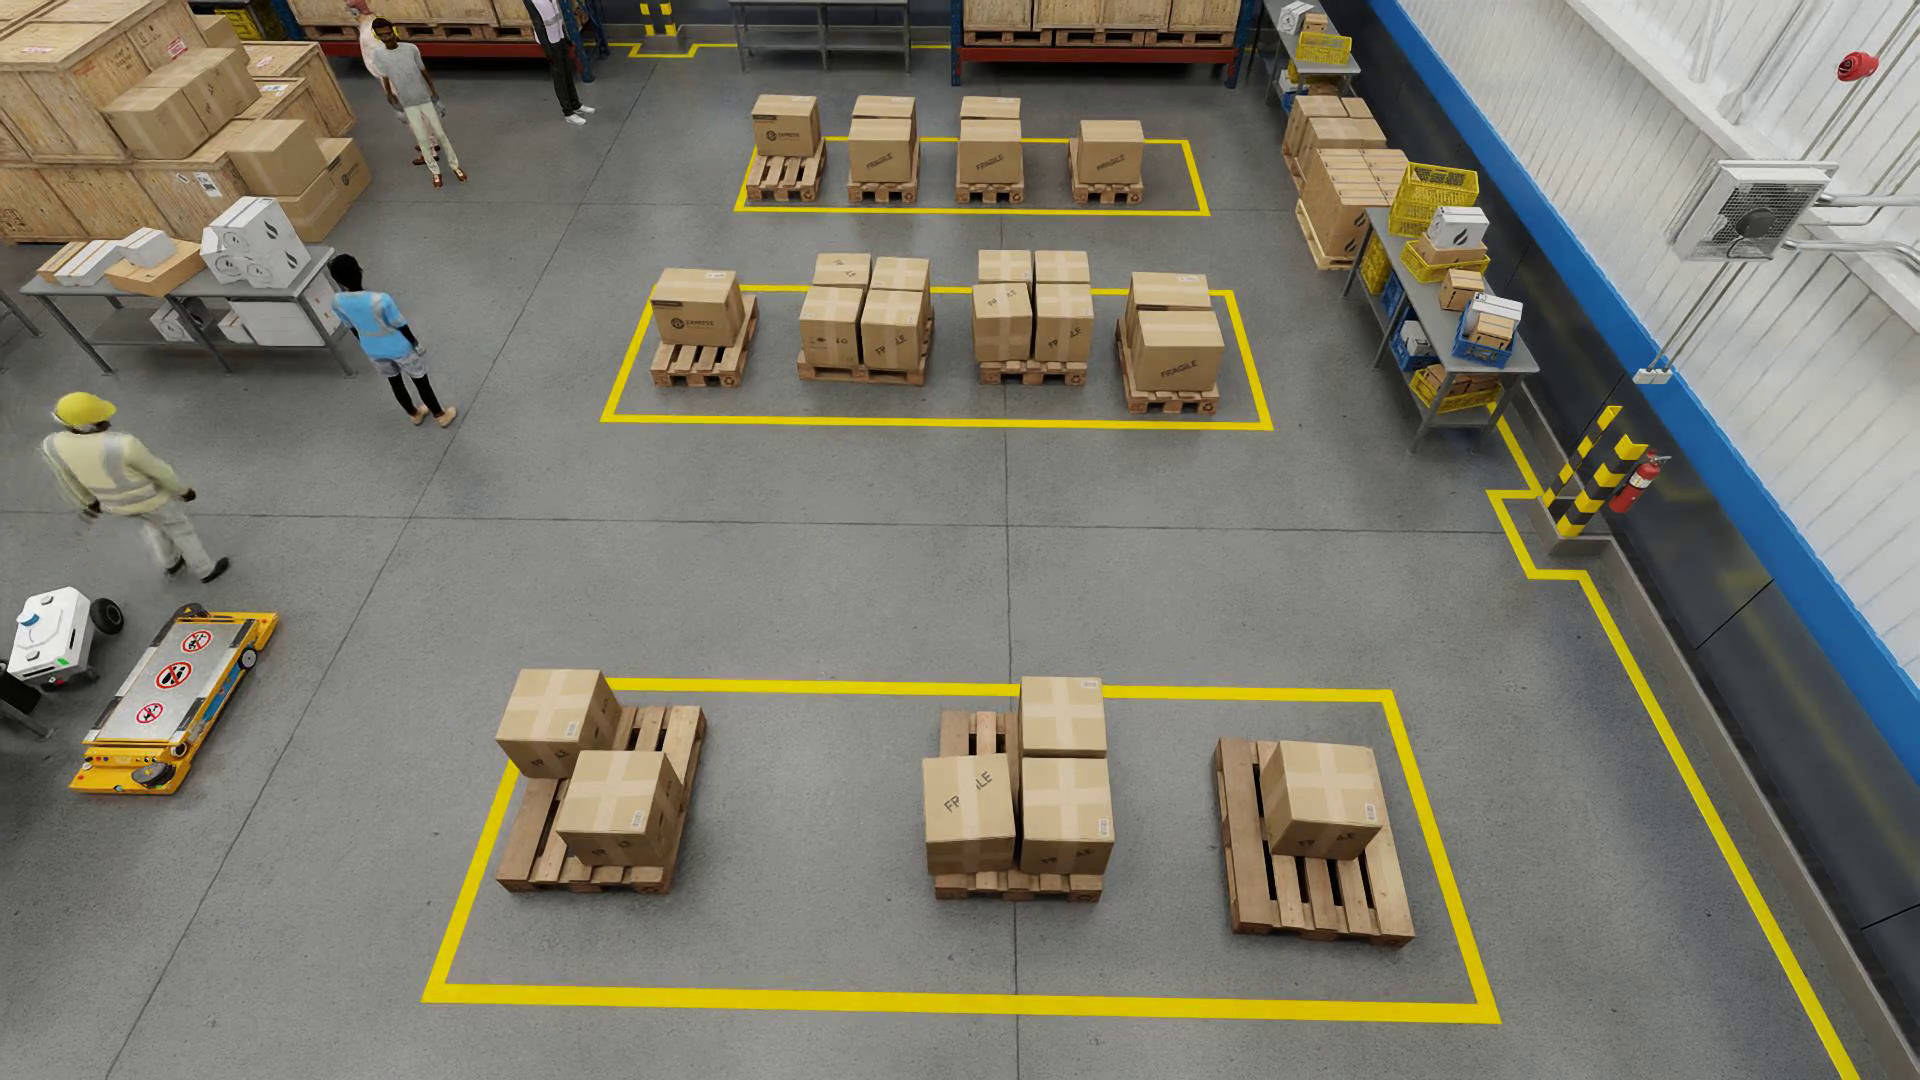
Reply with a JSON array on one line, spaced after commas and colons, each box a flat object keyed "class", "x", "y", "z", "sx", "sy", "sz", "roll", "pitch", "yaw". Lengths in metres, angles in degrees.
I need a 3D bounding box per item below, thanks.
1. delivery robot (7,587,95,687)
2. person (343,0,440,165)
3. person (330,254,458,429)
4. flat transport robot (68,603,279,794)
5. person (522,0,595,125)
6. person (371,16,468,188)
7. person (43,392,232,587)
[{"class": "delivery robot", "x": -6.472, "y": 0.685, "z": 6.525, "sx": 0.477, "sy": 0.478, "sz": 0.707, "roll": -19, "pitch": 52, "yaw": -15}, {"class": "person", "x": -6.768, "y": -5.480, "z": 10.927, "sx": 0.406, "sy": 1.902, "sz": 0.637, "roll": -10, "pitch": 51, "yaw": -9}, {"class": "person", "x": -4.868, "y": -1.651, "z": 7.822, "sx": 0.535, "sy": 1.695, "sz": 0.319, "roll": 3, "pitch": 50, "yaw": 2}, {"class": "flat transport robot", "x": -5.504, "y": 1.072, "z": 6.442, "sx": 0.652, "sy": 0.197, "sz": 1.431, "roll": 1, "pitch": 50, "yaw": 1}, {"class": "person", "x": -5.151, "y": -6.325, "z": 11.629, "sx": 0.392, "sy": 1.922, "sz": 0.591, "roll": 5, "pitch": 50, "yaw": 4}, {"class": "person", "x": -6.254, "y": -5.025, "z": 10.561, "sx": 0.531, "sy": 1.870, "sz": 0.318, "roll": -25, "pitch": 54, "yaw": -19}, {"class": "person", "x": -5.963, "y": -0.336, "z": 6.657, "sx": 0.687, "sy": 1.796, "sz": 0.408, "roll": 2, "pitch": 50, "yaw": 2}]
